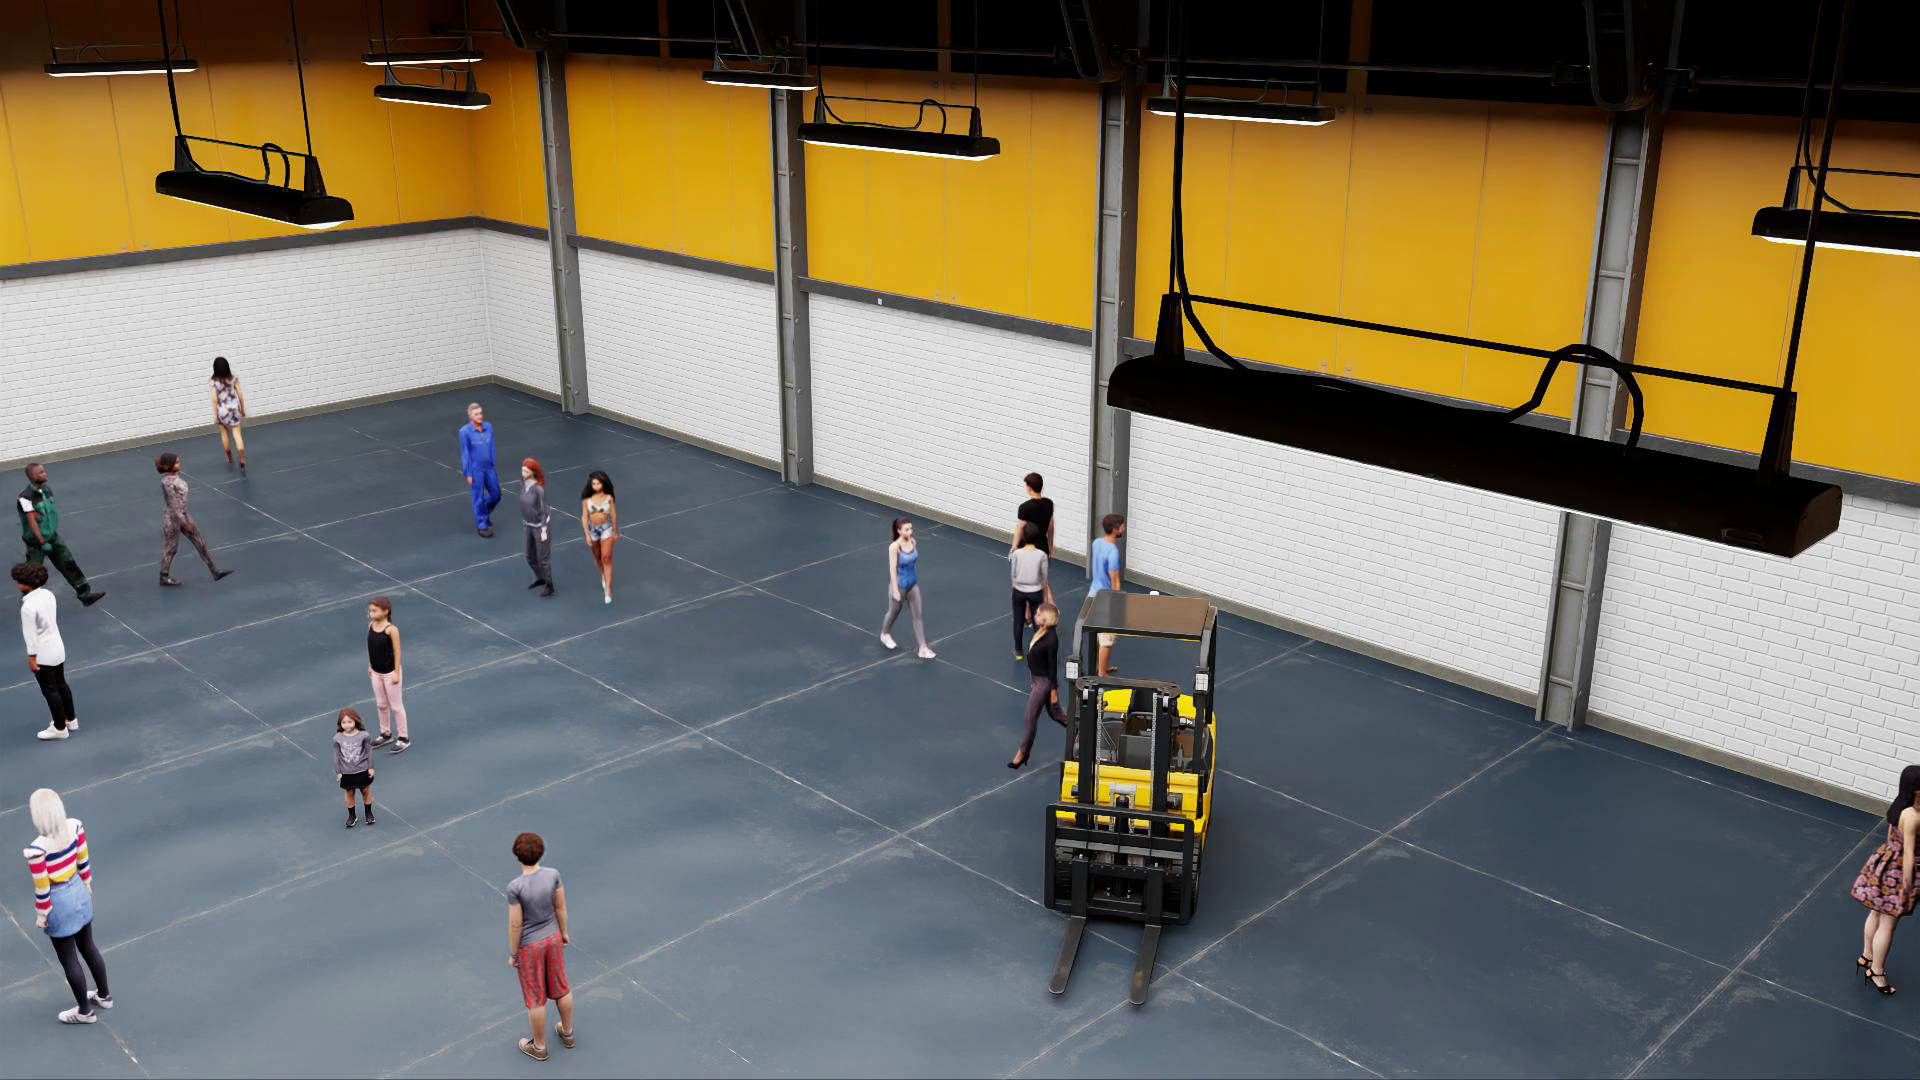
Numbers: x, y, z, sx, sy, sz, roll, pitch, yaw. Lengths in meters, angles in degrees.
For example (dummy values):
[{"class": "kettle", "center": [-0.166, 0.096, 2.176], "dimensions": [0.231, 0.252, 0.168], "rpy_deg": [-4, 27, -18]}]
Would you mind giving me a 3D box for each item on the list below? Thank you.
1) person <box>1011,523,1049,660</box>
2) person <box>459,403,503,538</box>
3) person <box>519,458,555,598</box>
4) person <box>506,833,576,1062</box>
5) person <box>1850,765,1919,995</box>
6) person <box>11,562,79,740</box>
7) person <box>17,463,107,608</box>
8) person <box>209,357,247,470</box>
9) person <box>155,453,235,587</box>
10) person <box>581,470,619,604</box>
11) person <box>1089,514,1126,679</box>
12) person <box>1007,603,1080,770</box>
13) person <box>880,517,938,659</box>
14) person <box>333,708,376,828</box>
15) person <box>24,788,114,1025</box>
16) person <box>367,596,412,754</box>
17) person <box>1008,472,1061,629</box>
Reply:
[{"class": "person", "center": [0.748, 0.579, 18.085], "dimensions": [0.680, 1.545, 0.752], "rpy_deg": [2, 19, 6]}, {"class": "person", "center": [-6.451, -0.944, 22.188], "dimensions": [0.741, 1.813, 0.744], "rpy_deg": [16, 24, 39]}, {"class": "person", "center": [-5.046, -0.144, 19.912], "dimensions": [0.751, 1.748, 0.568], "rpy_deg": [-16, 24, -39]}, {"class": "person", "center": [-2.887, 2.774, 11.403], "dimensions": [0.608, 1.648, 0.525], "rpy_deg": [-15, 24, -38]}, {"class": "person", "center": [6.839, 2.457, 12.150], "dimensions": [0.825, 1.773, 0.789], "rpy_deg": [5, 19, 15]}, {"class": "person", "center": [-8.924, 1.064, 16.234], "dimensions": [0.762, 1.807, 0.699], "rpy_deg": [0, 19, 0]}, {"class": "person", "center": [-10.784, 0.016, 19.383], "dimensions": [1.271, 1.783, 1.140], "rpy_deg": [2, 19, 6]}, {"class": "person", "center": [-11.055, -1.891, 25.178], "dimensions": [0.772, 1.699, 1.159], "rpy_deg": [-11, 22, -30]}, {"class": "person", "center": [-9.602, -0.203, 20.209], "dimensions": [1.111, 1.670, 1.063], "rpy_deg": [0, 19, -1]}, {"class": "person", "center": [-4.323, -0.071, 19.963], "dimensions": [0.950, 1.577, 1.061], "rpy_deg": [-2, 19, -7]}, {"class": "person", "center": [1.512, 0.612, 17.496], "dimensions": [0.830, 1.857, 0.718], "rpy_deg": [-6, 19, -17]}, {"class": "person", "center": [0.887, 1.388, 15.549], "dimensions": [1.060, 1.630, 1.053], "rpy_deg": [-2, 19, -6]}, {"class": "person", "center": [-0.667, 0.513, 18.241], "dimensions": [0.569, 1.571, 1.043], "rpy_deg": [-18, 25, -42]}, {"class": "person", "center": [-5.319, 1.978, 14.617], "dimensions": [0.537, 1.106, 0.554], "rpy_deg": [-6, 19, -17]}, {"class": "person", "center": [-6.314, 2.572, 11.754], "dimensions": [0.699, 1.808, 0.718], "rpy_deg": [5, 19, 13]}, {"class": "person", "center": [-5.524, 1.270, 16.001], "dimensions": [0.547, 1.565, 0.662], "rpy_deg": [9, 21, 25]}, {"class": "person", "center": [0.882, 0.155, 18.875], "dimensions": [0.736, 1.843, 0.912], "rpy_deg": [-13, 23, -34]}]
